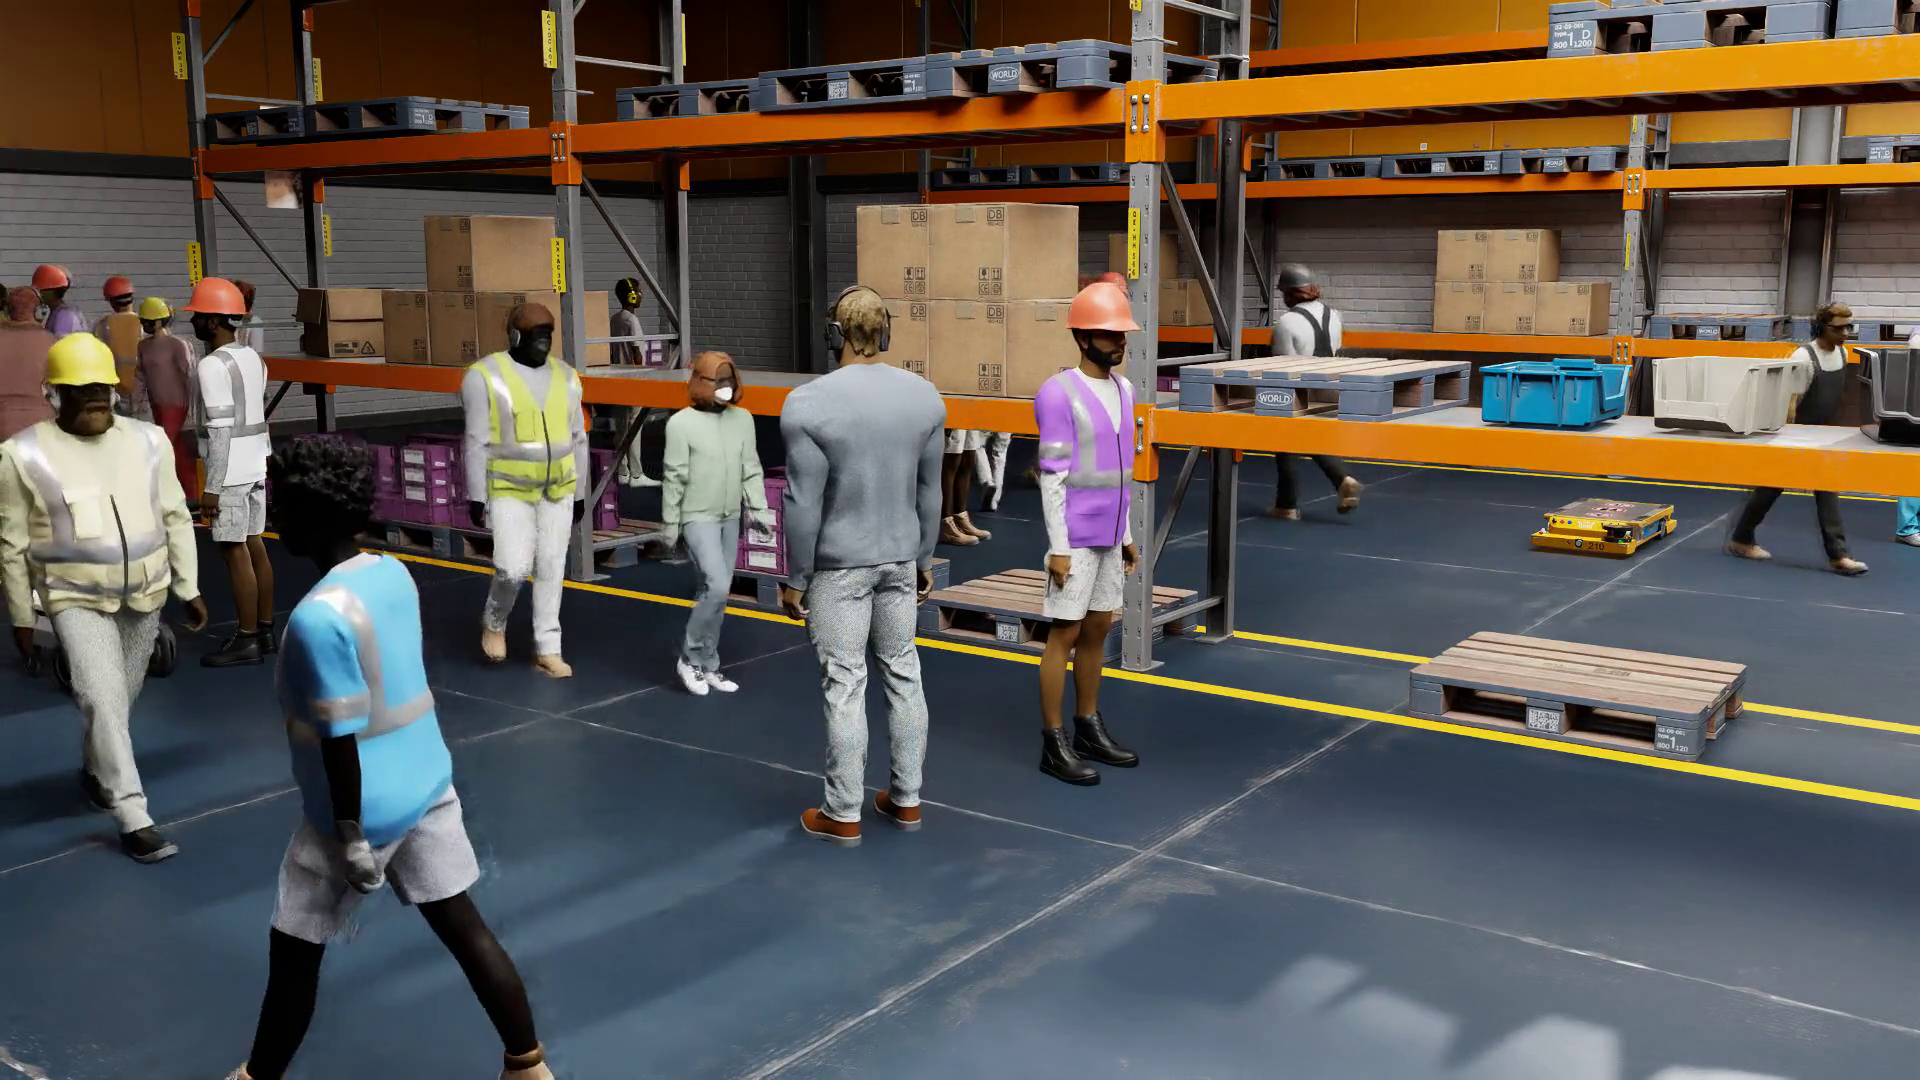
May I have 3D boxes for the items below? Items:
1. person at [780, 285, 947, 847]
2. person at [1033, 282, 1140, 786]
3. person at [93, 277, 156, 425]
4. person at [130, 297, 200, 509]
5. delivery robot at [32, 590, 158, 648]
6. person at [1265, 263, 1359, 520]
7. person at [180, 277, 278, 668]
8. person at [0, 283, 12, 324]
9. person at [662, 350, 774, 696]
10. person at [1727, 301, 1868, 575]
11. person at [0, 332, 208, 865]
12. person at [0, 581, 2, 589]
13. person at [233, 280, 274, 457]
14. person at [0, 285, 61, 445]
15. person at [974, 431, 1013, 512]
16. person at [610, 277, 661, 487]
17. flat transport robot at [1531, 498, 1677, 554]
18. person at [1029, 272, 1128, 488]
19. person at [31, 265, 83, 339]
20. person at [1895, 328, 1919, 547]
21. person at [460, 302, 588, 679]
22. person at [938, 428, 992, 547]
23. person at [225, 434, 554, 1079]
[{"bbox_3d":[-0.343,0.095,5.779,0.632,1.940,0.372,-7,12,-34],"label":"person"},{"bbox_3d":[0.525,-0.028,6.509,0.371,1.939,0.543,8,13,40],"label":"person"},{"bbox_3d":[-7.192,-1.340,14.518,0.576,1.865,0.993,-3,10,-15],"label":"person"},{"bbox_3d":[-6.381,-1.045,13.176,0.560,1.721,0.835,5,11,26],"label":"person"},{"bbox_3d":[-4.211,0.363,8.016,0.707,0.478,0.477,6,11,33],"label":"delivery robot"},{"bbox_3d":[2.681,-1.148,12.876,0.698,2.000,0.719,-6,11,-33],"label":"person"},{"bbox_3d":[-3.656,-0.334,8.324,0.351,1.942,0.545,0,10,-3],"label":"person"},{"bbox_3d":[-8.511,-1.367,14.769,0.634,1.842,0.429,-3,10,-19],"label":"person"},{"bbox_3d":[-1.131,-0.070,7.729,0.405,1.613,0.496,7,12,37],"label":"person"},{"bbox_3d":[5.546,-0.682,10.939,0.553,1.773,0.998,-4,10,-22],"label":"person"},{"bbox_3d":[-3.004,0.167,5.816,0.956,1.792,0.590,8,12,39],"label":"person"},{"bbox_3d":[-6.094,-0.536,9.823,0.660,1.839,1.026,2,10,11],"label":"person"},{"bbox_3d":[-6.438,-1.399,14.945,0.694,1.834,0.957,3,10,16],"label":"person"},{"bbox_3d":[-6.034,-0.703,10.742,0.647,1.878,0.903,-1,10,-5],"label":"person"},{"bbox_3d":[0.283,-1.022,13.336,0.545,1.621,0.447,-3,10,-16],"label":"person"},{"bbox_3d":[-2.946,-1.414,14.957,0.328,1.876,0.509,-7,12,-38],"label":"person"},{"bbox_3d":[4.663,-0.116,11.991,0.652,0.197,1.431,7,12,35],"label":"flat transport robot"},{"bbox_3d":[1.131,-1.372,14.586,1.063,1.942,0.635,4,10,20],"label":"person"},{"bbox_3d":[-7.648,-1.315,14.033,1.067,1.981,0.624,-7,12,-36],"label":"person"},{"bbox_3d":[6.910,-0.875,11.829,0.566,1.846,0.387,-6,11,-33],"label":"person"},{"bbox_3d":[-2.100,-0.239,8.089,0.645,1.829,0.491,-8,13,-41],"label":"person"},{"bbox_3d":[0.026,-0.965,11.829,0.395,2.038,0.607,5,11,25],"label":"person"},{"bbox_3d":[-1.352,0.577,3.777,0.905,1.645,0.529,1,10,7],"label":"person"}]
